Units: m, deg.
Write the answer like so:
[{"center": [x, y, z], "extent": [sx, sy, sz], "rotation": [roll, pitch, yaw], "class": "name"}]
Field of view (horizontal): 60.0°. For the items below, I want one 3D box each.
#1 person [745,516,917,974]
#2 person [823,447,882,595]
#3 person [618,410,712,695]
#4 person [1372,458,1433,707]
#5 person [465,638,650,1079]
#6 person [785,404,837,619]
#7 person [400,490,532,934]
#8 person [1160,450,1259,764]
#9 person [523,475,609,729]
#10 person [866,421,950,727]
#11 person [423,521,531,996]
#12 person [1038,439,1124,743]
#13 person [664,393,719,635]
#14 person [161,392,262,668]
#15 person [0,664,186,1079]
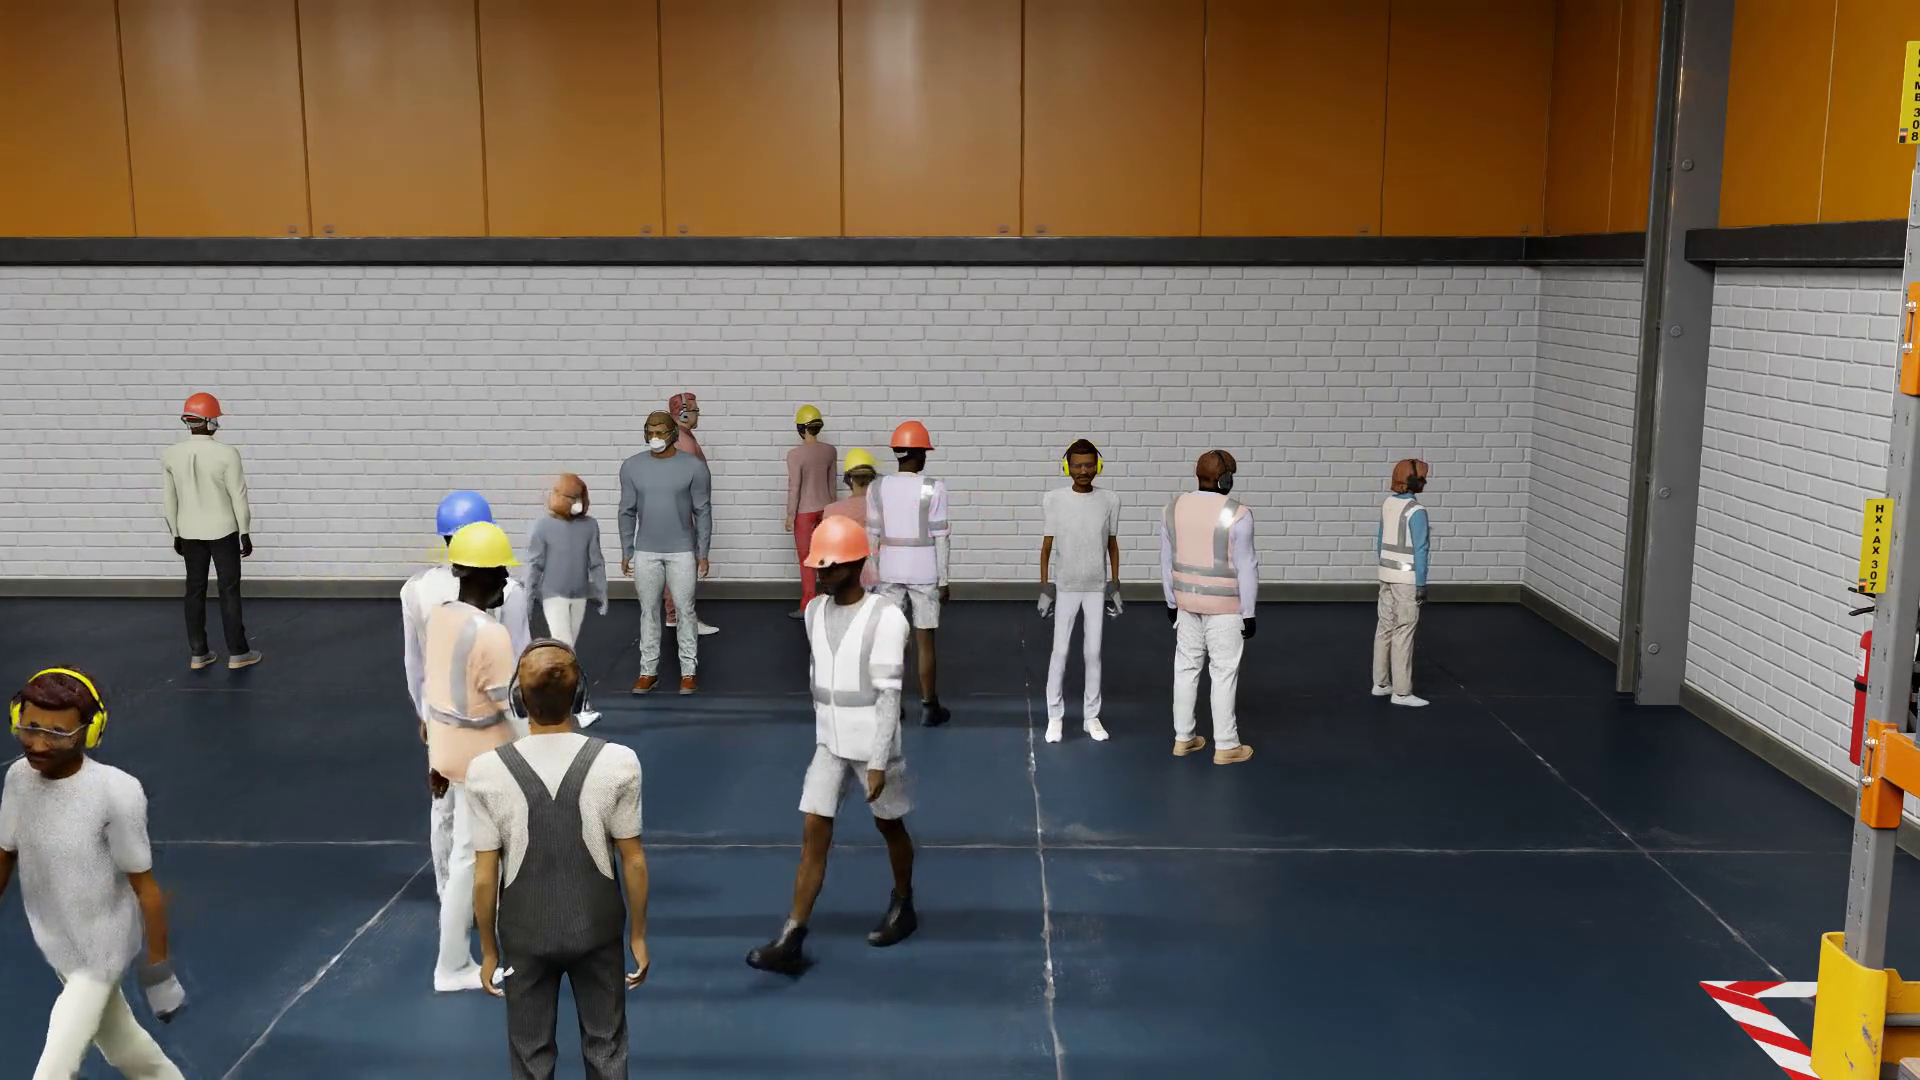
[{"center": [-0.481, 0.844, 6.856], "extent": [0.565, 1.882, 0.978], "rotation": [6, 11, 34], "class": "person"}, {"center": [-0.659, 0.275, 10.717], "extent": [0.542, 1.742, 0.578], "rotation": [-3, 10, -20], "class": "person"}, {"center": [-1.996, 0.086, 11.259], "extent": [0.635, 1.939, 0.361], "rotation": [0, 9, 3], "class": "person"}, {"center": [2.932, 0.277, 11.016], "extent": [0.312, 1.638, 0.520], "rotation": [-2, 10, -14], "class": "person"}, {"center": [-1.177, 1.191, 4.926], "extent": [0.507, 1.847, 0.345], "rotation": [-2, 10, -13], "class": "person"}, {"center": [-1.224, -0.228, 13.660], "extent": [0.310, 1.769, 0.522], "rotation": [9, 13, 42], "class": "person"}, {"center": [-2.114, 0.752, 7.237], "extent": [0.605, 1.951, 0.382], "rotation": [2, 10, 14], "class": "person"}, {"center": [1.479, 0.386, 9.753], "extent": [0.636, 1.842, 0.429], "rotation": [8, 13, 41], "class": "person"}, {"center": [-2.449, 0.382, 10.533], "extent": [0.854, 1.580, 0.520], "rotation": [9, 13, 42], "class": "person"}, {"center": [-0.316, 0.218, 10.494], "extent": [0.545, 1.933, 0.376], "rotation": [3, 10, 18], "class": "person"}, {"center": [-1.816, 0.865, 6.729], "extent": [0.794, 1.898, 0.597], "rotation": [-7, 12, -35], "class": "person"}, {"center": [0.738, 0.312, 10.147], "extent": [0.535, 1.859, 0.309], "rotation": [-1, 10, -8], "class": "person"}, {"center": [-2.158, -0.208, 13.122], "extent": [0.408, 1.908, 0.645], "rotation": [-5, 11, -29], "class": "person"}, {"center": [-5.395, -0.062, 11.979], "extent": [0.609, 1.996, 0.379], "rotation": [1, 9, 4], "class": "person"}, {"center": [-2.589, 1.227, 4.820], "extent": [0.622, 1.808, 0.981], "rotation": [6, 11, 32], "class": "person"}]
